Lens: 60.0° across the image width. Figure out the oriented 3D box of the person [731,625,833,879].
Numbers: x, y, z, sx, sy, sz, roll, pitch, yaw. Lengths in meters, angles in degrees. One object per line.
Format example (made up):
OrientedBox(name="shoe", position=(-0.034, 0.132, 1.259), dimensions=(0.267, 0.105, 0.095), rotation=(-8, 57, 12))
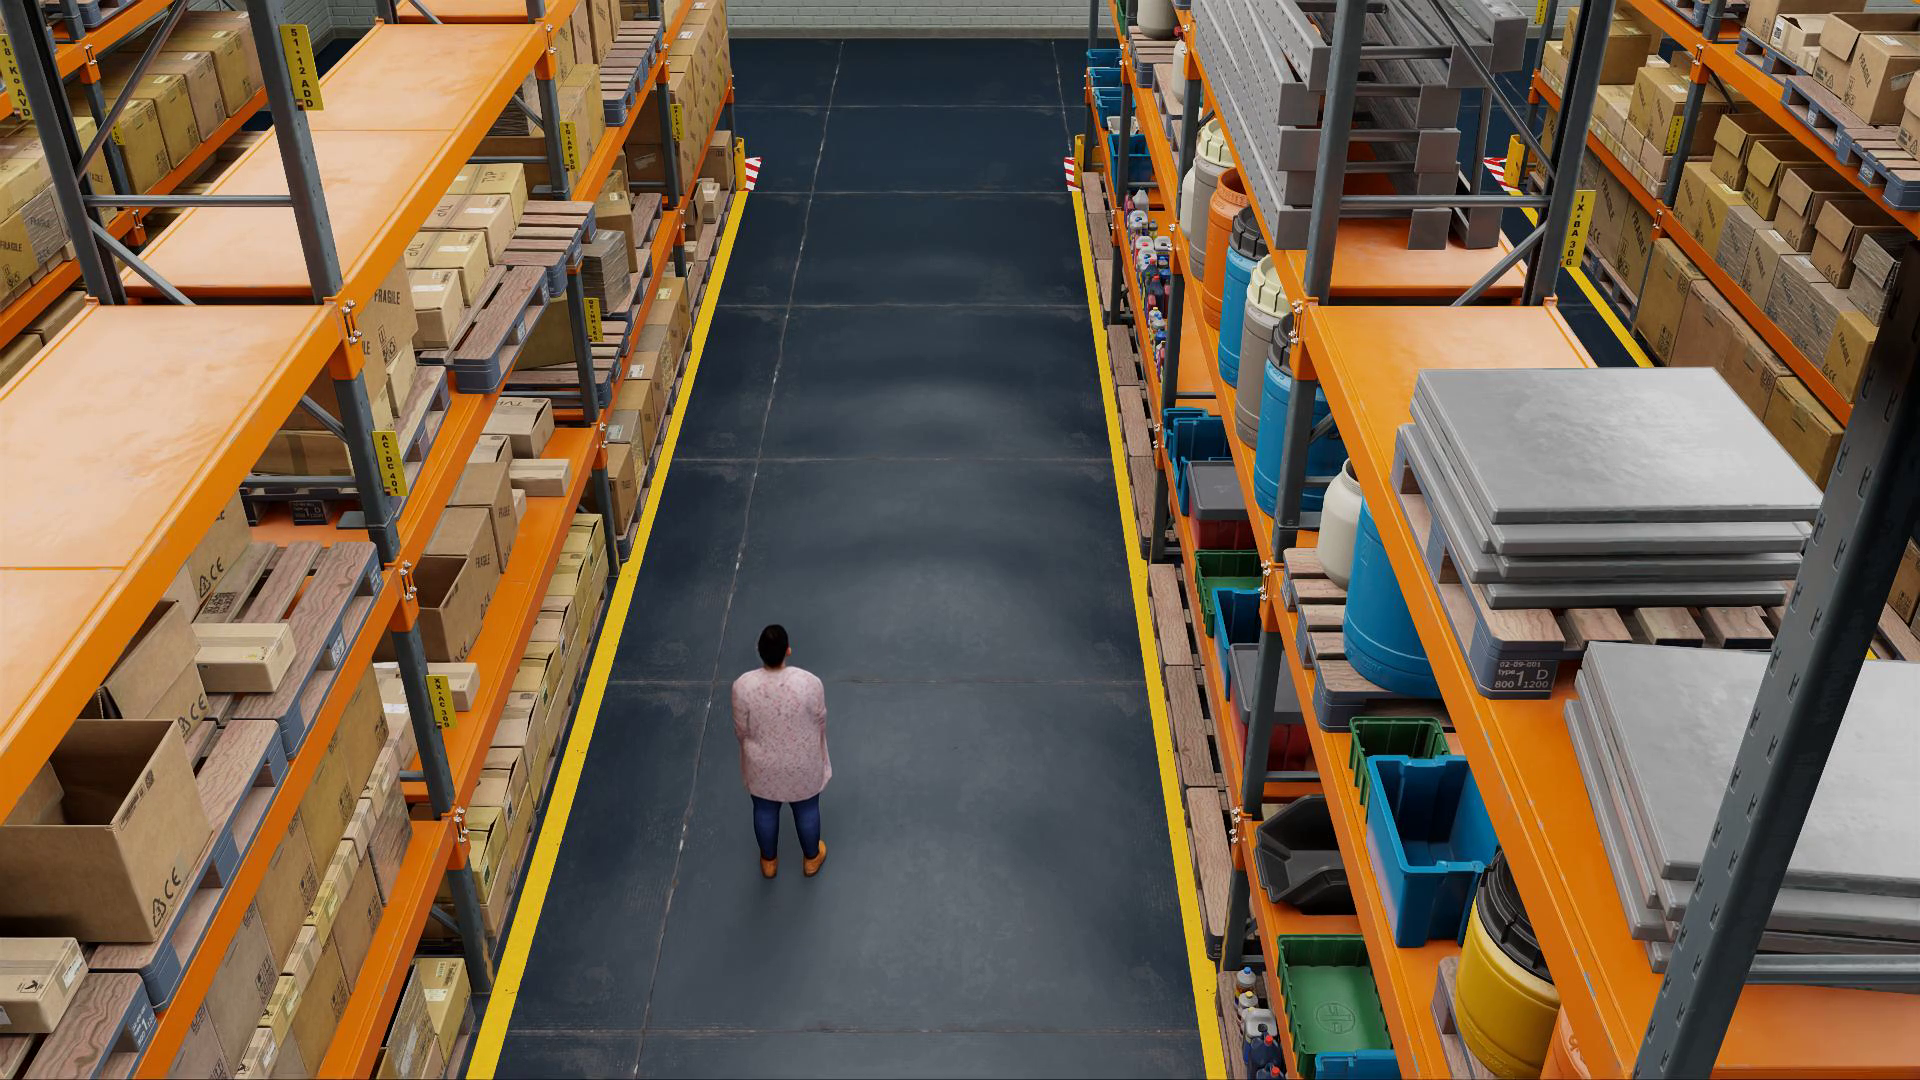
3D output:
OrientedBox(name="person", position=(-1.006, 1.186, 9.365), dimensions=(0.674, 1.743, 0.605), rotation=(-1, 33, -1))
